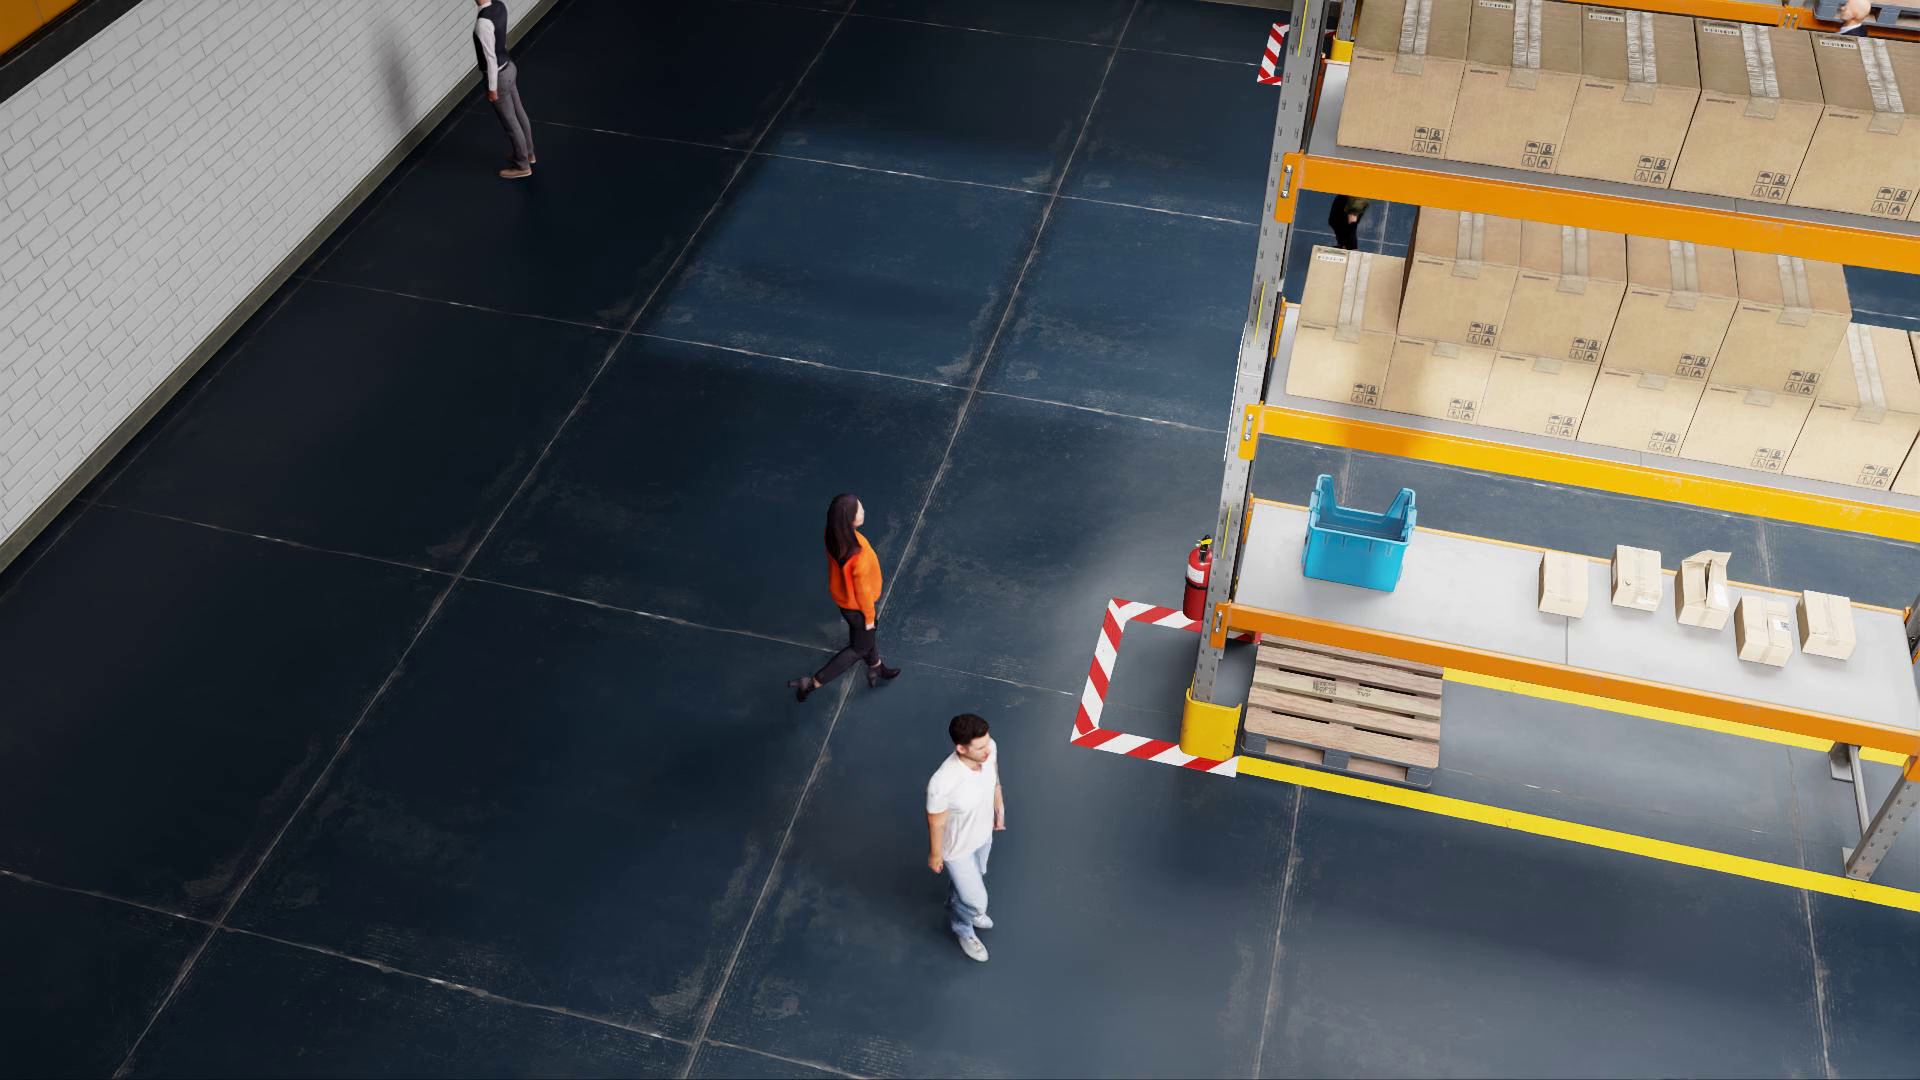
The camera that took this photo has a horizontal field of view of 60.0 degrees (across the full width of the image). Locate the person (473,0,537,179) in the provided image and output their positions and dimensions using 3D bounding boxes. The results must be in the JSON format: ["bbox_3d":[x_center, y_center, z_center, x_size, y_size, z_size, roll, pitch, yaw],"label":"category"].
[{"bbox_3d":[-4.181,-4.235,15.133,0.617,1.938,0.702,3,44,3],"label":"person"}]

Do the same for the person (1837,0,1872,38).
[{"bbox_3d":[7.836,-4.050,15.038,0.706,1.800,0.756,25,49,24],"label":"person"}]

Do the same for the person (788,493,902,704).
[{"bbox_3d":[-0.732,0.411,10.410,1.115,1.725,1.020,-19,47,-19],"label":"person"}]

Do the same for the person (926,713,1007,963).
[{"bbox_3d":[-0.032,1.563,9.111,0.793,1.848,0.784,28,50,26],"label":"person"}]
